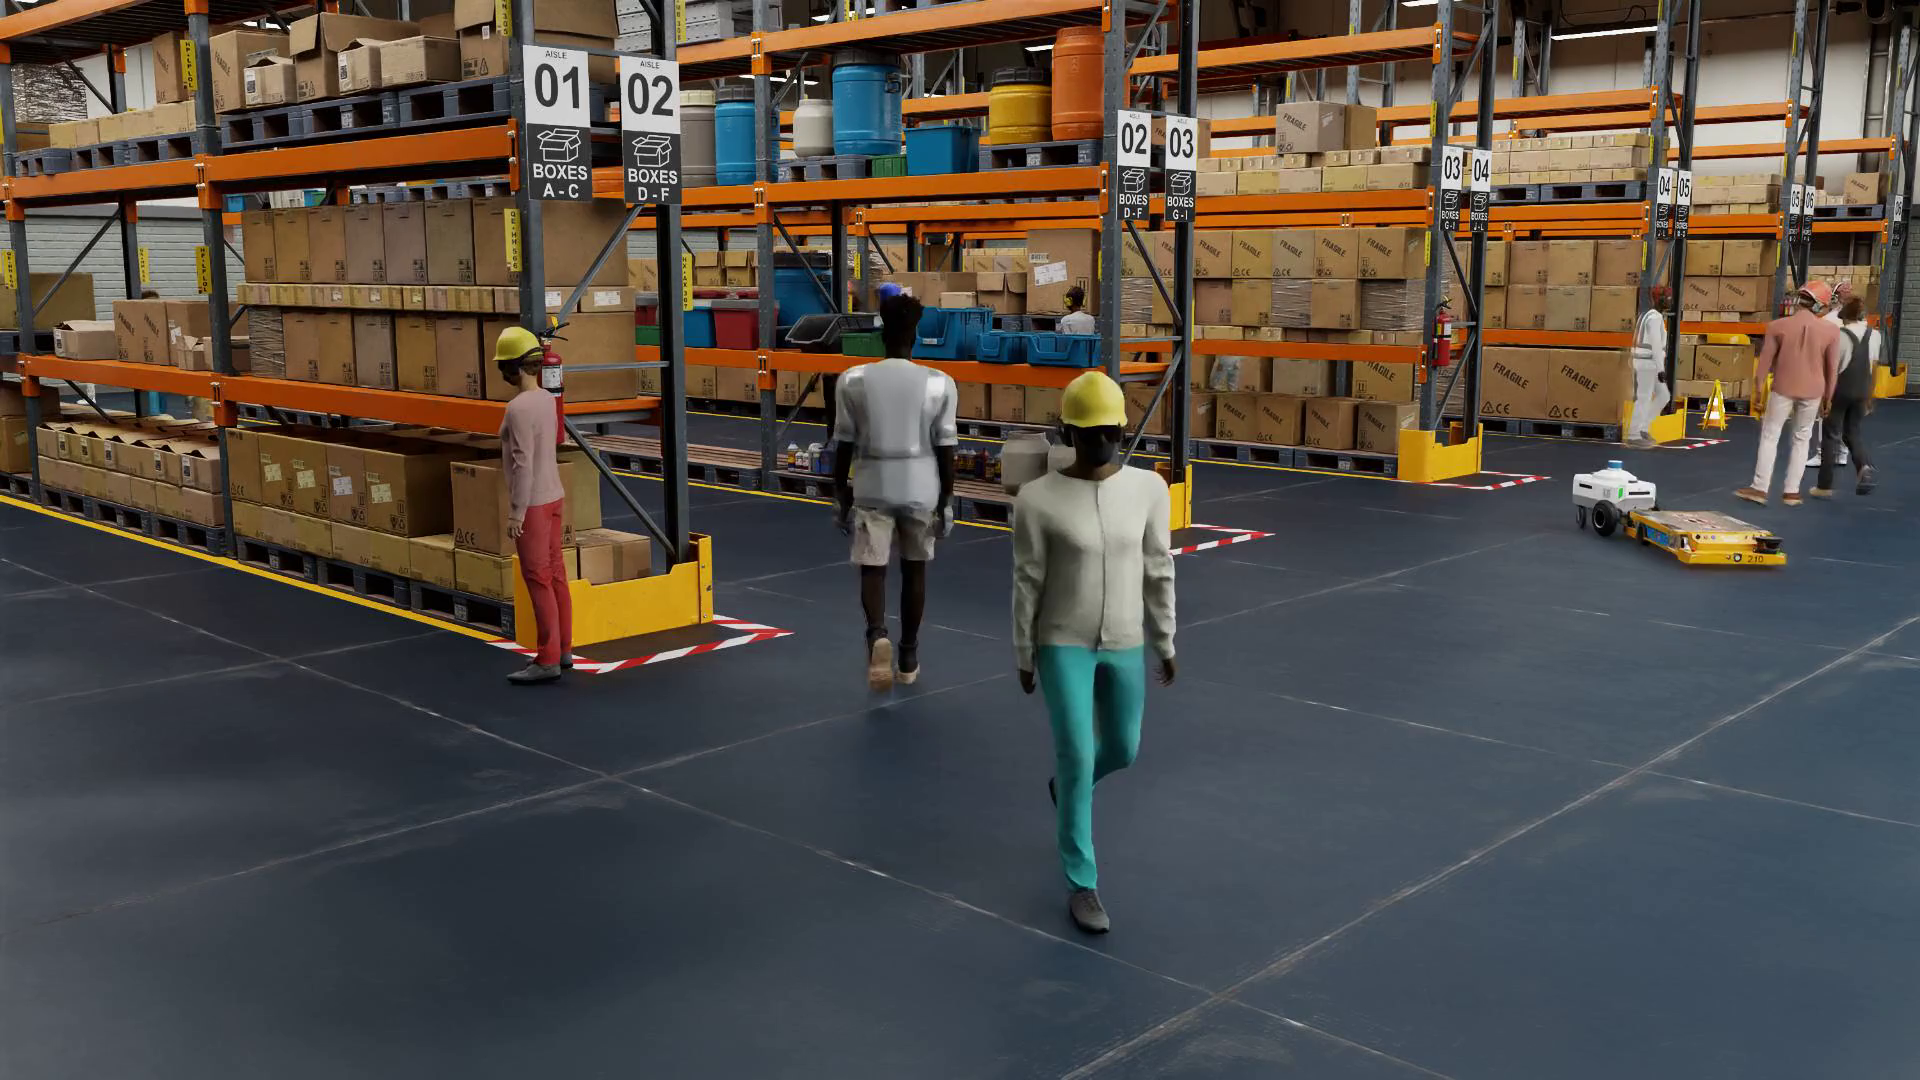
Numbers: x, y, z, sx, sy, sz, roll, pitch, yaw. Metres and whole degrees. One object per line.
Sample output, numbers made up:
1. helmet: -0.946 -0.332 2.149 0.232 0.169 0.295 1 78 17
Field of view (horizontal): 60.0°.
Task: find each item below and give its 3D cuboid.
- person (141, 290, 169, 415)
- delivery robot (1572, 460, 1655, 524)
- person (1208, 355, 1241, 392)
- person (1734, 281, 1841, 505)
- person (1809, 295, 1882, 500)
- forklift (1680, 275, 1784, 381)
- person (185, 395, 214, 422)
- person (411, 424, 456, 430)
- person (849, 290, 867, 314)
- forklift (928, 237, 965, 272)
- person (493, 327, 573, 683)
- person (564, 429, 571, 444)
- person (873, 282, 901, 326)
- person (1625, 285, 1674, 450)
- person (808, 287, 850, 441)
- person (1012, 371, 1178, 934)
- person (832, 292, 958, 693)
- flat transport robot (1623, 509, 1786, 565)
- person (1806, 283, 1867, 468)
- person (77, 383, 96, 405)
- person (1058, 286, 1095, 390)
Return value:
1. person: -9.413 -2.021 19.524 0.575 1.795 0.973 -8 12 -41
2. delivery robot: 5.157 -0.385 13.132 0.477 0.478 0.707 -2 9 -11
3. person: 3.479 -2.345 21.706 0.430 1.726 0.515 8 12 41
4. person: 7.266 -1.281 14.530 0.733 1.943 0.515 3 10 15
5. person: 7.879 -1.249 14.719 0.543 1.821 0.540 0 9 0
6. forklift: 12.480 -3.427 27.053 1.214 2.155 2.313 9 13 43
7. person: -7.395 -1.438 16.453 0.372 1.621 0.529 7 12 38
8. person: -5.418 -1.662 17.025 0.965 1.901 0.559 9 13 44
9. person: -1.133 -1.796 18.057 0.637 1.826 0.703 -6 11 -35
10. forklift: -0.326 -5.817 39.609 1.129 2.768 1.873 9 13 43
11. person: -2.151 -0.176 8.308 0.327 1.765 0.529 1 9 4
12. person: -3.397 -0.979 13.552 0.546 1.644 0.894 -7 11 -35
13. person: -0.678 -1.659 16.956 0.758 1.904 0.615 7 11 35
14. person: 7.881 -1.965 18.970 0.508 1.868 0.569 5 10 26
15. person: -1.186 -1.691 17.017 0.892 1.958 0.620 7 12 38
16. person: 0.399 0.312 5.380 0.523 1.738 0.720 -3 10 -18
17. person: -0.315 -0.223 8.053 0.620 1.939 0.785 0 9 -1
18. flat transport robot: 5.402 -0.035 12.136 0.652 0.197 1.431 1 9 4
19. person: 9.058 -1.707 17.257 0.641 1.908 0.408 -5 11 -29
20. person: -13.339 -2.875 25.255 0.275 1.632 0.507 -5 10 -27
21. person: 1.258 -1.826 18.115 0.535 1.864 0.312 -9 13 -43
